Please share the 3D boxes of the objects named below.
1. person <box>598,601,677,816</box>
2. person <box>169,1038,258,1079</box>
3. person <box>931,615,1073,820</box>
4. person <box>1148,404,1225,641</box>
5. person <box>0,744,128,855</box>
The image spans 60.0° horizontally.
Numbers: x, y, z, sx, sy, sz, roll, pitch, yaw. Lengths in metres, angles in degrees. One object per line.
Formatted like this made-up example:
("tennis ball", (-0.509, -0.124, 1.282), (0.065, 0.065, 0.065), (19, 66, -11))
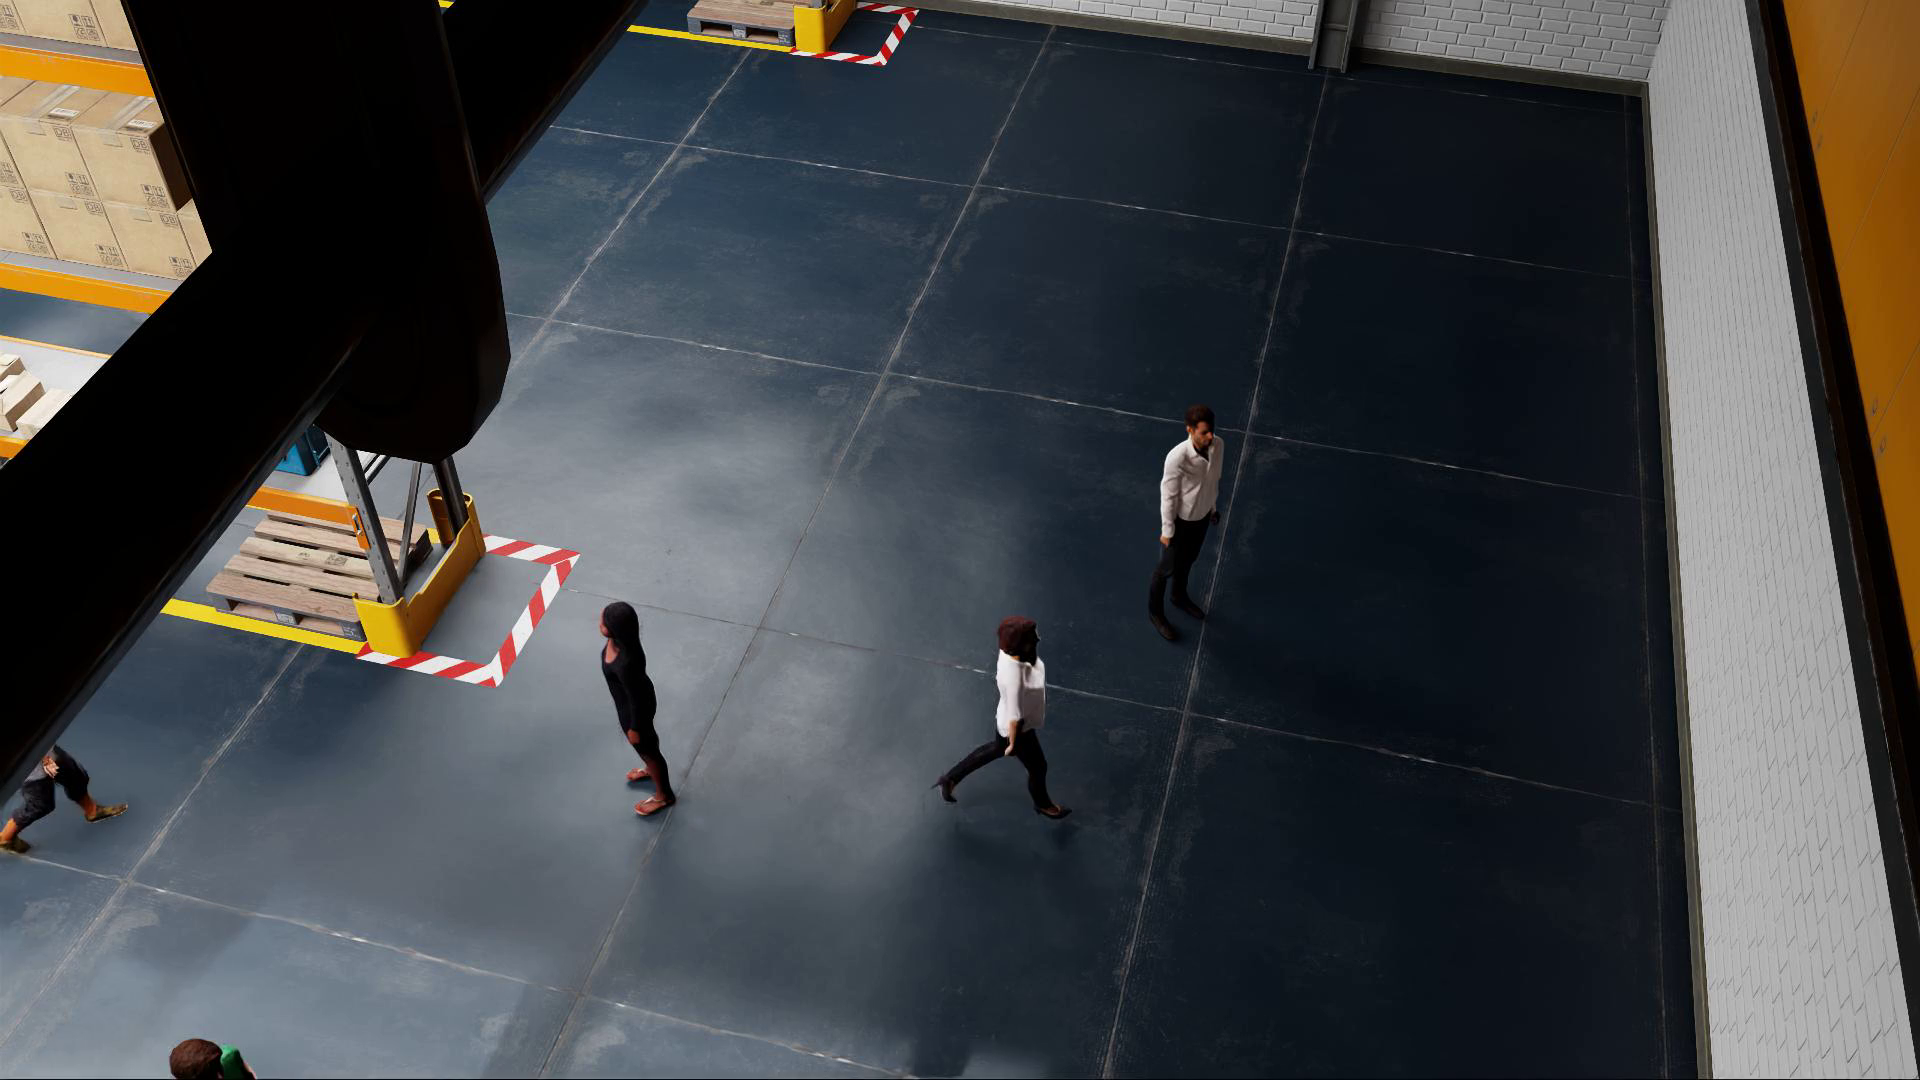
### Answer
("person", (-1.958, 0.995, 9.984), (0.681, 1.720, 0.679), (-12, 45, -13))
("person", (-3.592, 2.852, 8.105), (1.037, 1.623, 0.727), (18, 46, 18))
("person", (0.243, 1.083, 9.858), (1.170, 1.766, 0.828), (-1, 44, -1))
("person", (1.503, -0.156, 11.082), (0.740, 1.871, 0.758), (-29, 51, -27))
("person", (-5.584, 1.305, 9.865), (1.042, 1.435, 0.934), (-17, 46, -17))
